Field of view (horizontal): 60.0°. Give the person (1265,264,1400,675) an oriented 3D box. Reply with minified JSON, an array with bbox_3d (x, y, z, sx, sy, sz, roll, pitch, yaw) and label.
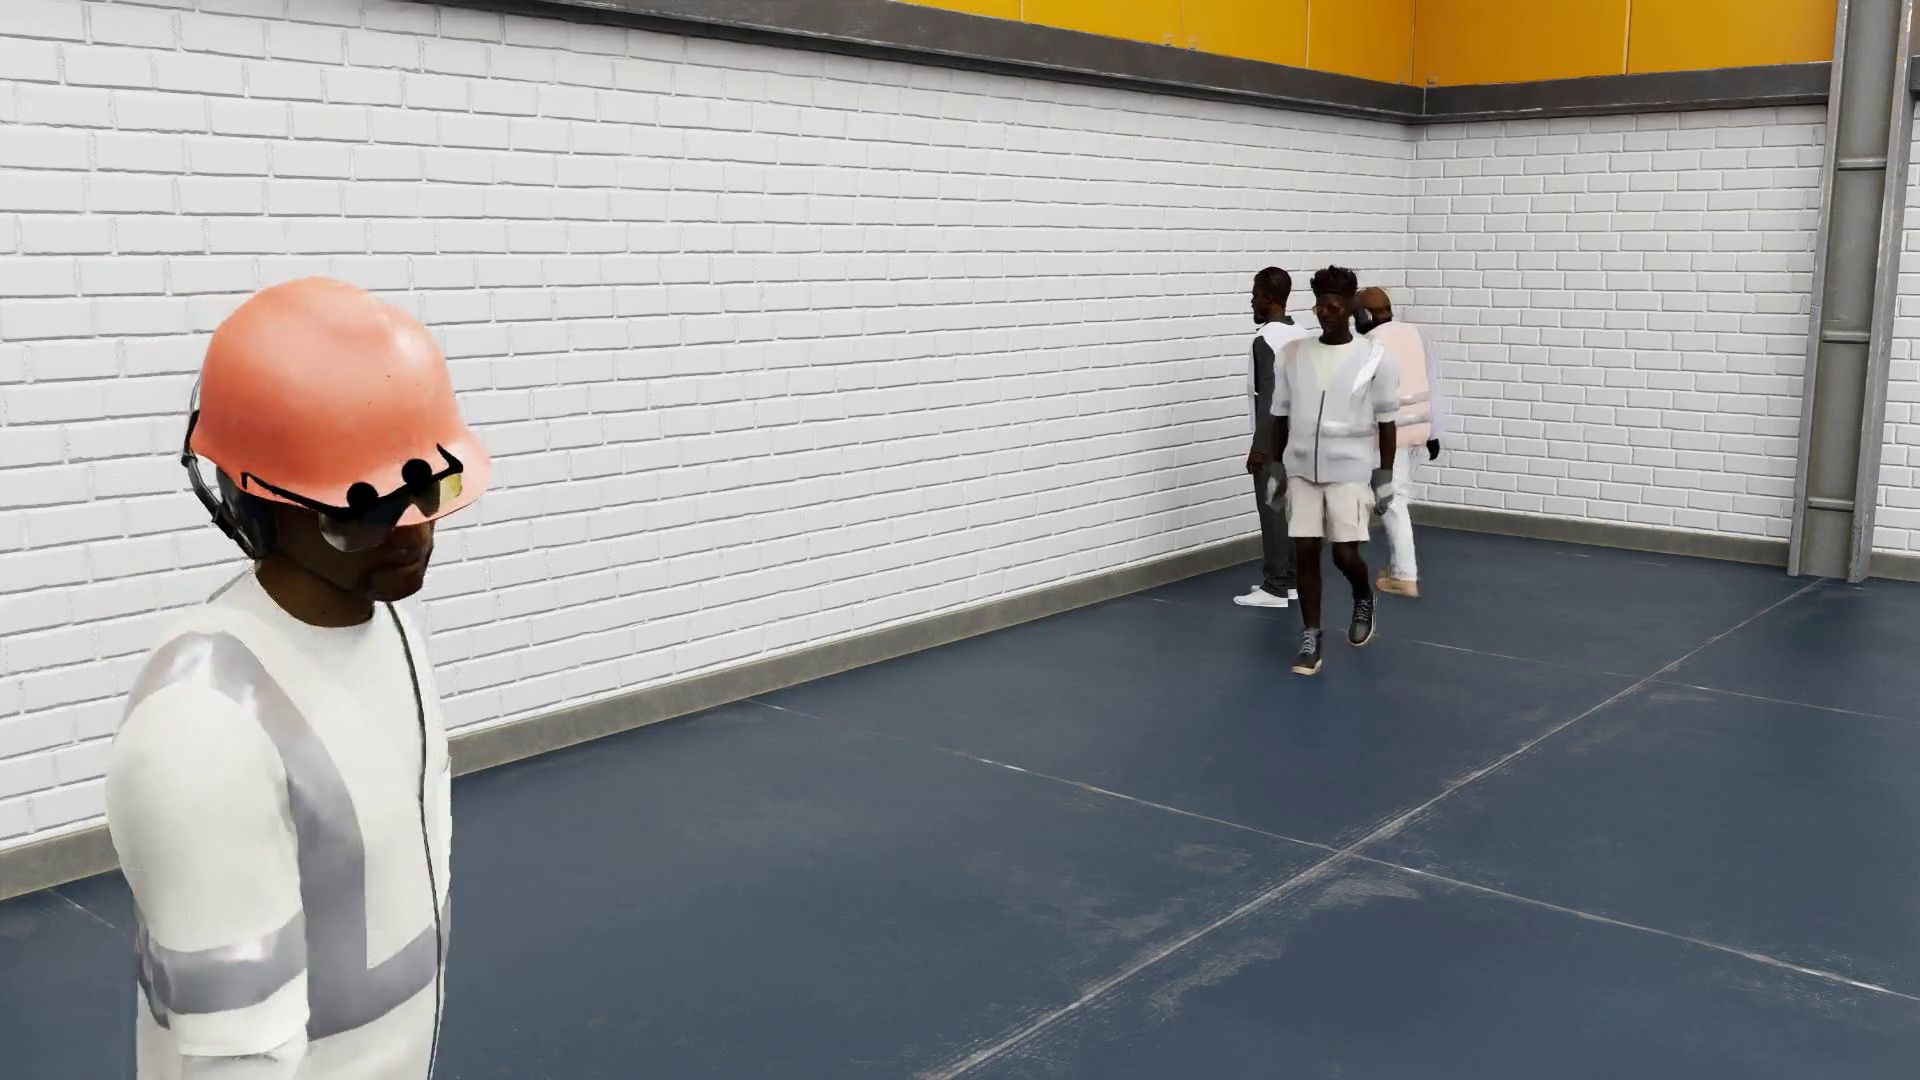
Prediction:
[{"bbox_3d":[1.791,-0.342,7.990,0.613,1.949,0.577,6,12,31],"label":"person"}]

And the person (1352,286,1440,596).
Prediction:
[{"bbox_3d":[2.483,-0.570,9.723,0.679,1.801,0.558,-8,13,-38],"label":"person"}]

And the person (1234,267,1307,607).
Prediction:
[{"bbox_3d":[1.793,-0.576,9.410,0.371,1.916,0.597,5,11,28],"label":"person"}]

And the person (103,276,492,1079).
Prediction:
[{"bbox_3d":[-0.741,0.696,1.956,0.561,1.991,0.660,0,10,1],"label":"person"}]
